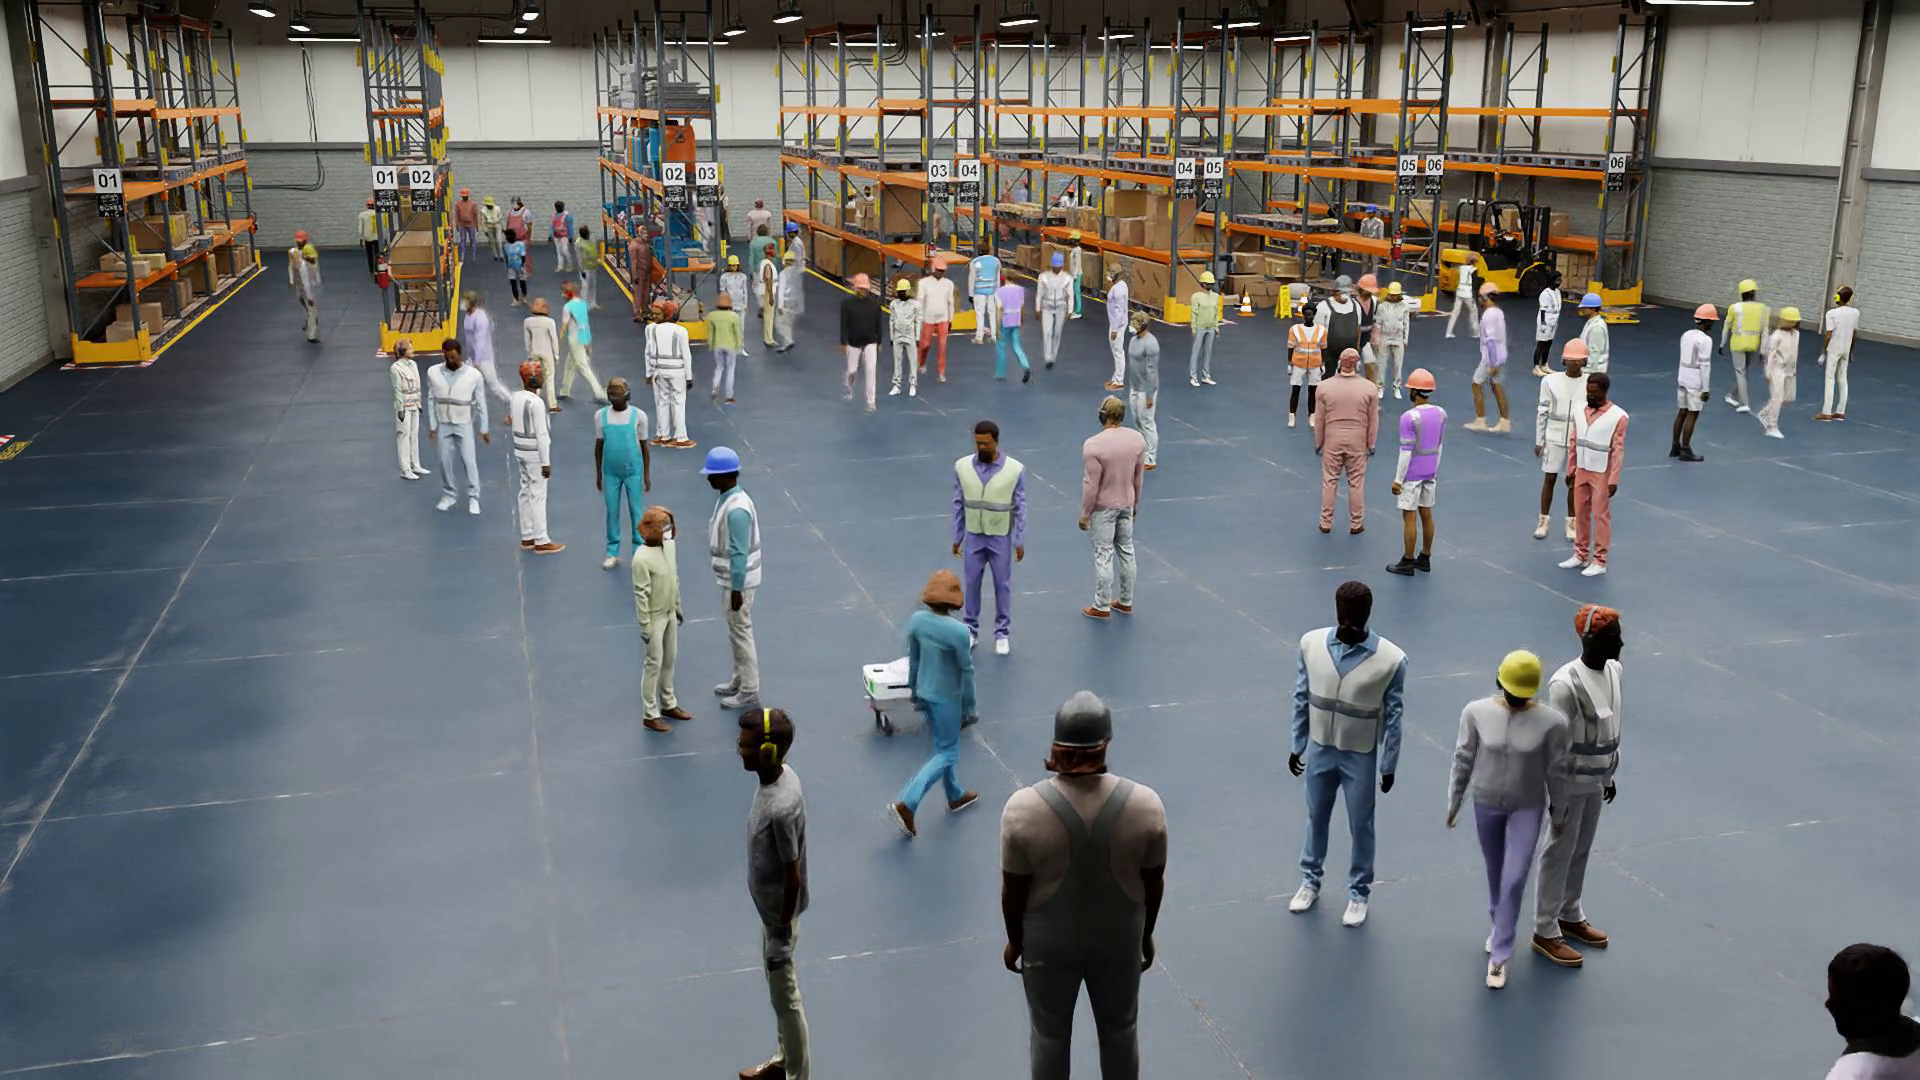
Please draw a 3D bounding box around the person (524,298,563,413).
[{"bbox_3d":[-5.903,-2.609,23.537,0.500,1.633,0.281,4,15,13],"label":"person"}]

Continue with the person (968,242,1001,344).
[{"bbox_3d":[0.436,-4.483,30.234,0.639,1.833,0.431,-7,16,-24],"label":"person"}]

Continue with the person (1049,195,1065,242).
[{"bbox_3d":[2.734,-8.776,46.538,0.597,1.728,0.620,-8,17,-26],"label":"person"}]

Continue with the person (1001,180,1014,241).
[{"bbox_3d":[1.494,-10.285,51.924,0.397,1.899,0.646,3,15,12],"label":"person"}]

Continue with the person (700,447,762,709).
[{"bbox_3d":[-1.657,0.268,12.134,0.422,1.935,0.621,-4,15,-15],"label":"person"}]

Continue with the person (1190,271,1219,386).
[{"bbox_3d":[3.797,-3.273,25.779,0.523,1.769,0.313,-8,17,-28],"label":"person"}]

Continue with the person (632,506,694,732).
[{"bbox_3d":[-2.104,0.546,11.684,0.293,1.623,0.507,5,16,19],"label":"person"}]

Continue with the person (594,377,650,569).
[{"bbox_3d":[-3.183,-0.630,15.684,0.514,1.843,0.327,0,15,0],"label":"person"}]

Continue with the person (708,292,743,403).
[{"bbox_3d":[-3.425,-2.797,24.259,0.509,1.620,0.378,4,15,15],"label":"person"}]

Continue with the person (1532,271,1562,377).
[{"bbox_3d":[9.440,-3.475,26.688,0.319,1.692,0.536,14,20,42],"label":"person"}]

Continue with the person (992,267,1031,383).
[{"bbox_3d":[0.814,-3.348,26.001,0.578,1.811,0.815,-10,18,-32],"label":"person"}]

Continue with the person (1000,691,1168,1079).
[{"bbox_3d":[0.490,1.596,6.929,0.683,2.000,0.536,-1,15,-4],"label":"person"}]

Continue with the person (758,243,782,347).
[{"bbox_3d":[-3.425,-4.392,29.837,0.382,1.846,0.572,-2,15,-9],"label":"person"}]

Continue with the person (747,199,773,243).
[{"bbox_3d":[-5.030,-7.619,41.870,0.658,1.905,0.403,-2,15,-6],"label":"person"}]

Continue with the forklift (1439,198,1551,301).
[{"bbox_3d":[11.913,-6.508,37.130,2.313,2.155,1.214,-4,15,-15],"label":"forklift"}]

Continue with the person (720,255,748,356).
[{"bbox_3d":[-3.885,-4.034,28.686,0.487,1.744,0.294,-7,16,-24],"label":"person"}]

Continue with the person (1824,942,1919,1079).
[{"bbox_3d":[2.781,2.109,5.323,0.639,1.872,0.832,-11,18,-35],"label":"person"}]

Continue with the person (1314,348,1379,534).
[{"bbox_3d":[3.929,-1.002,16.965,0.643,1.909,0.410,4,15,13],"label":"person"}]

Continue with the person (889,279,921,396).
[{"bbox_3d":[-0.827,-3.031,24.910,0.487,1.744,0.312,4,15,15],"label":"person"}]

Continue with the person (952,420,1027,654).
[{"bbox_3d":[0.241,-0.031,13.319,0.607,1.908,0.414,5,16,18],"label":"person"}]

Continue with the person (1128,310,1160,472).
[{"bbox_3d":[2.173,-1.772,19.829,0.375,1.931,0.625,-5,16,-17],"label":"person"}]

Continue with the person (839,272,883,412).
[{"bbox_3d":[-1.427,-2.858,23.836,0.634,1.971,0.793,-4,15,-13],"label":"person"}]

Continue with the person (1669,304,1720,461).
[{"bbox_3d":[9.041,-1.931,20.434,0.394,1.928,0.546,-2,15,-8],"label":"person"}]

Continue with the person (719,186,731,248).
[{"bbox_3d":[-7.066,-9.608,49.493,0.512,1.840,0.340,14,20,42],"label":"person"}]

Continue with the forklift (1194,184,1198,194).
[{"bbox_3d":[7.392,-11.333,53.972,1.873,2.768,1.129,-4,15,-15],"label":"forklift"}]

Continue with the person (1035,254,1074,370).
[{"bbox_3d":[1.556,-3.752,27.352,0.623,1.878,1.045,0,15,-2],"label":"person"}]

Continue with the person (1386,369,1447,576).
[{"bbox_3d":[4.243,-0.628,15.497,0.543,1.939,0.360,-10,18,-32],"label":"person"}]

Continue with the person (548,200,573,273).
[{"bbox_3d":[-10.183,-7.758,42.526,0.651,1.836,0.430,10,18,32],"label":"person"}]

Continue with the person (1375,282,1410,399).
[{"bbox_3d":[6.402,-2.957,24.660,0.489,1.732,0.325,1,15,5],"label":"person"}]

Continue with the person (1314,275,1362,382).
[{"bbox_3d":[5.214,-2.633,22.845,0.684,2.000,0.535,-4,15,-13],"label":"person"}]

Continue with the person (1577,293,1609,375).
[{"bbox_3d":[8.156,-2.230,21.550,0.435,1.935,0.629,3,15,10],"label":"person"}]

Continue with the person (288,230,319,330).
[{"bbox_3d":[-12.652,-5.044,32.177,0.553,1.912,0.810,0,15,1],"label":"person"}]

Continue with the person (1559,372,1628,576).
[{"bbox_3d":[5.934,-0.629,15.566,0.409,1.908,0.597,-8,17,-27],"label":"person"}]

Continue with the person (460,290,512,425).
[{"bbox_3d":[-6.417,-2.439,22.439,1.016,1.896,0.649,-11,18,-35],"label":"person"}]

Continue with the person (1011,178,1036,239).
[{"bbox_3d":[2.015,-10.556,52.921,0.823,1.914,0.553,7,16,25],"label":"person"}]

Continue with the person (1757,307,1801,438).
[{"bbox_3d":[10.782,-2.216,21.870,0.500,1.726,0.442,-8,17,-26],"label":"person"}]

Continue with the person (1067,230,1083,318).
[{"bbox_3d":[2.336,-5.382,33.711,0.301,1.772,0.524,0,15,0],"label":"person"}]

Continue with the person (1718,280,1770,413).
[{"bbox_3d":[11.185,-2.766,23.706,0.576,1.866,0.981,-1,15,-4],"label":"person"}]

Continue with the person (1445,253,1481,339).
[{"bbox_3d":[9.409,-4.508,30.735,0.795,1.589,0.575,-4,15,-15],"label":"person"}]

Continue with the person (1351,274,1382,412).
[{"bbox_3d":[5.710,-2.811,23.667,0.660,1.971,0.839,-8,17,-28],"label":"person"}]
